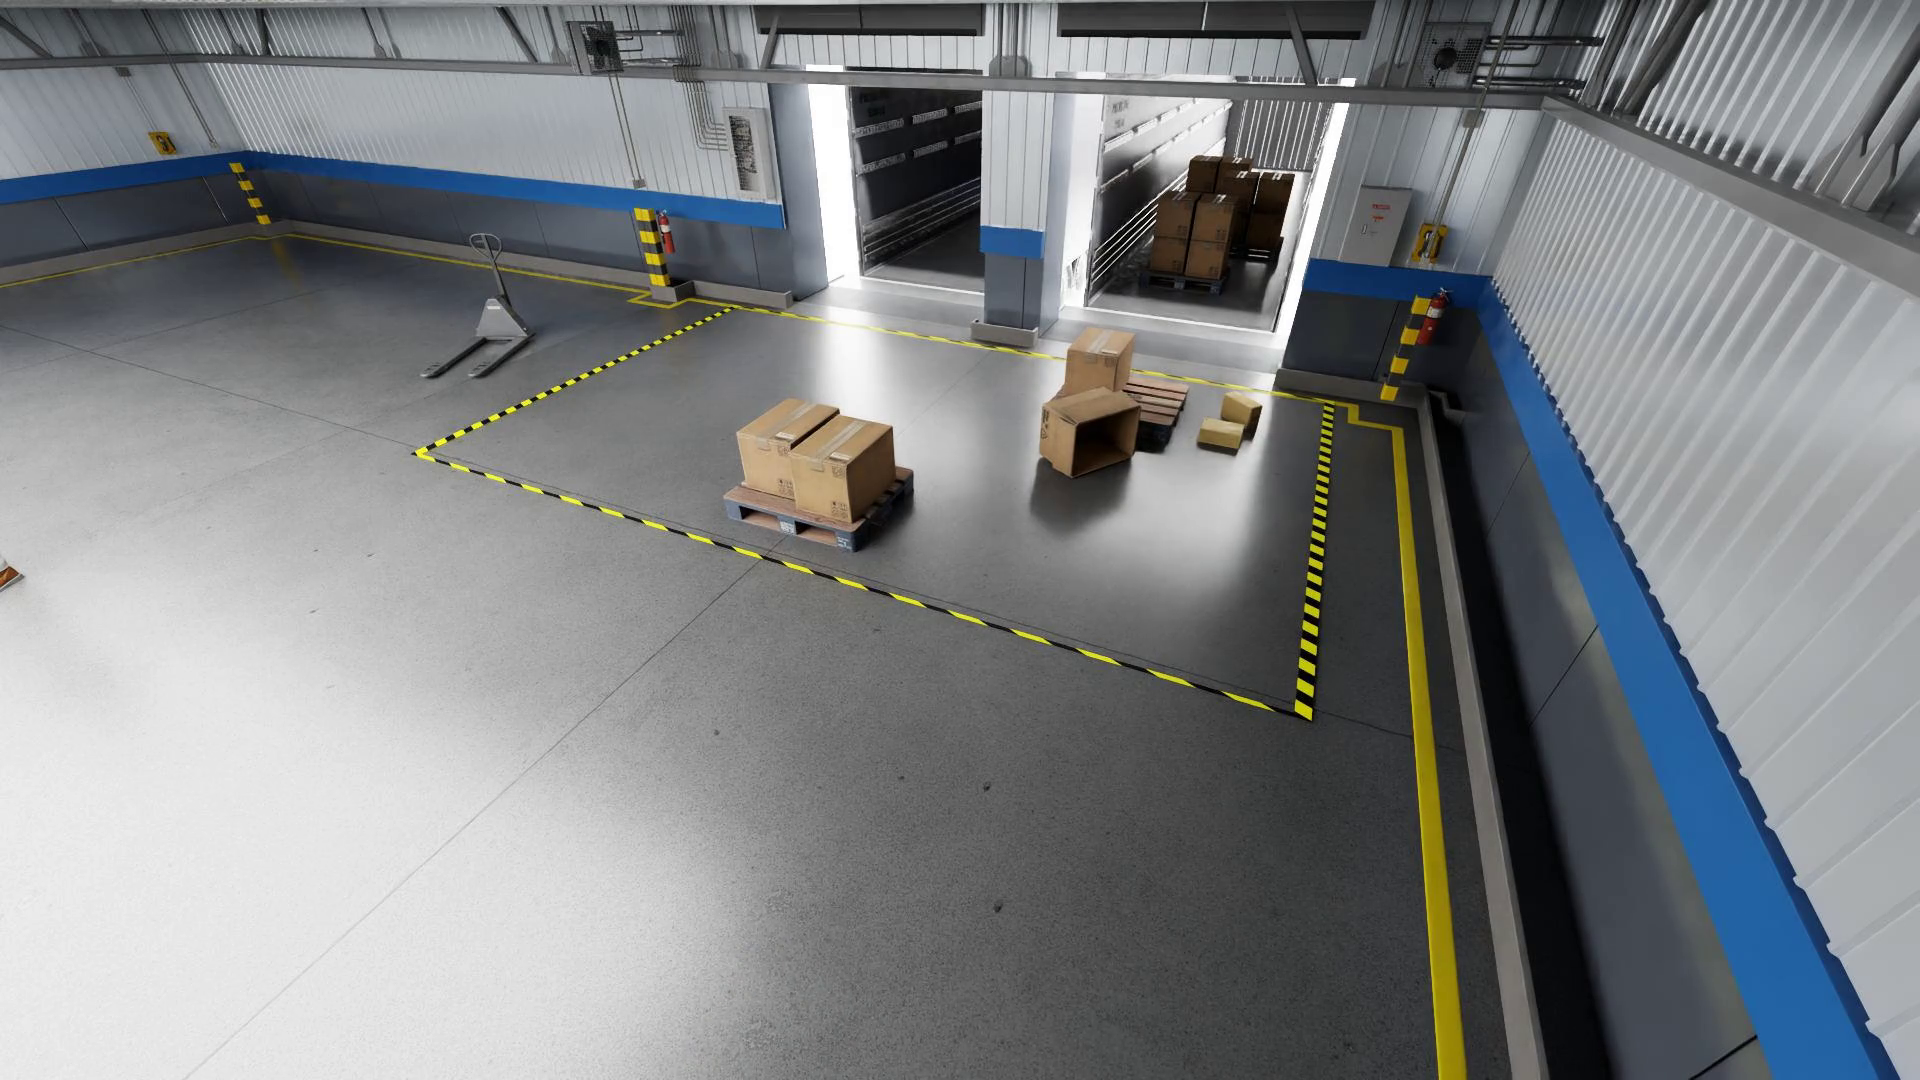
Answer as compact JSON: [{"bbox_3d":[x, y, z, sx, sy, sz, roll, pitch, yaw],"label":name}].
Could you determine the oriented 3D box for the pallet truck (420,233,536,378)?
[{"bbox_3d":[-5.664,-2.712,8.427,0.680,1.201,1.601,0,35,-1],"label":"pallet truck"}]

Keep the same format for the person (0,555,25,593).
[{"bbox_3d":[-6.917,-0.445,4.634,0.613,1.945,0.402,7,36,10],"label":"person"}]
